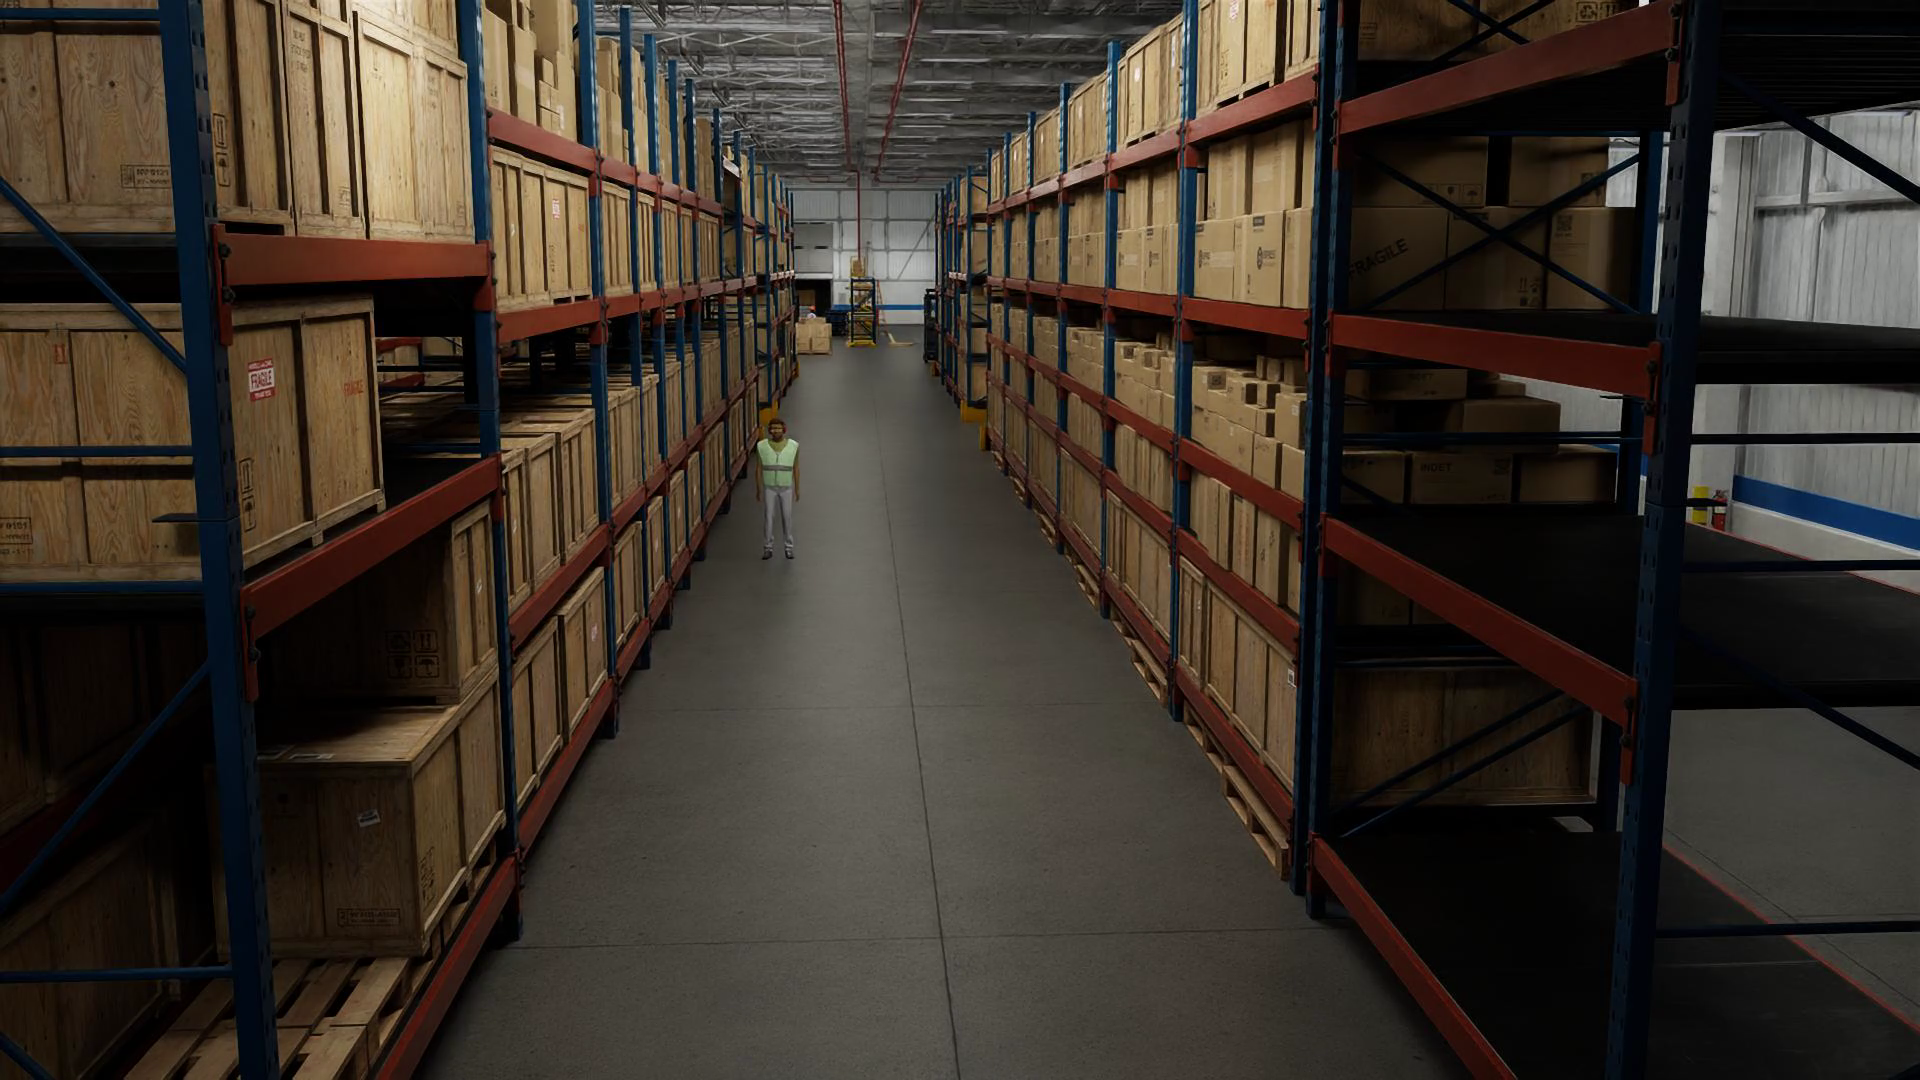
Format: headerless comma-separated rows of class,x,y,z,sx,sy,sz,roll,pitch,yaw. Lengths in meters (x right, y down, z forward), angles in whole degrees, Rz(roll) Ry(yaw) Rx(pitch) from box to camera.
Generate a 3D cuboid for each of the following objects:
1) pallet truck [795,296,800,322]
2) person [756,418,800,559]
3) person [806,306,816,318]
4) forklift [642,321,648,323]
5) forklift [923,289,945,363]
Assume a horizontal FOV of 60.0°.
pallet truck,-8.622,-12.439,91.403,1.885,1.965,0.823,2,10,13
person,-2.359,-0.671,21.559,0.570,1.844,0.377,-1,10,-6
person,-6.469,-9.284,72.779,0.543,1.928,0.400,9,13,42
forklift,-9.615,-5.778,48.983,1.129,2.768,1.873,-1,10,-4
forklift,-0.839,-8.200,63.449,1.129,2.768,1.873,-1,10,-3
